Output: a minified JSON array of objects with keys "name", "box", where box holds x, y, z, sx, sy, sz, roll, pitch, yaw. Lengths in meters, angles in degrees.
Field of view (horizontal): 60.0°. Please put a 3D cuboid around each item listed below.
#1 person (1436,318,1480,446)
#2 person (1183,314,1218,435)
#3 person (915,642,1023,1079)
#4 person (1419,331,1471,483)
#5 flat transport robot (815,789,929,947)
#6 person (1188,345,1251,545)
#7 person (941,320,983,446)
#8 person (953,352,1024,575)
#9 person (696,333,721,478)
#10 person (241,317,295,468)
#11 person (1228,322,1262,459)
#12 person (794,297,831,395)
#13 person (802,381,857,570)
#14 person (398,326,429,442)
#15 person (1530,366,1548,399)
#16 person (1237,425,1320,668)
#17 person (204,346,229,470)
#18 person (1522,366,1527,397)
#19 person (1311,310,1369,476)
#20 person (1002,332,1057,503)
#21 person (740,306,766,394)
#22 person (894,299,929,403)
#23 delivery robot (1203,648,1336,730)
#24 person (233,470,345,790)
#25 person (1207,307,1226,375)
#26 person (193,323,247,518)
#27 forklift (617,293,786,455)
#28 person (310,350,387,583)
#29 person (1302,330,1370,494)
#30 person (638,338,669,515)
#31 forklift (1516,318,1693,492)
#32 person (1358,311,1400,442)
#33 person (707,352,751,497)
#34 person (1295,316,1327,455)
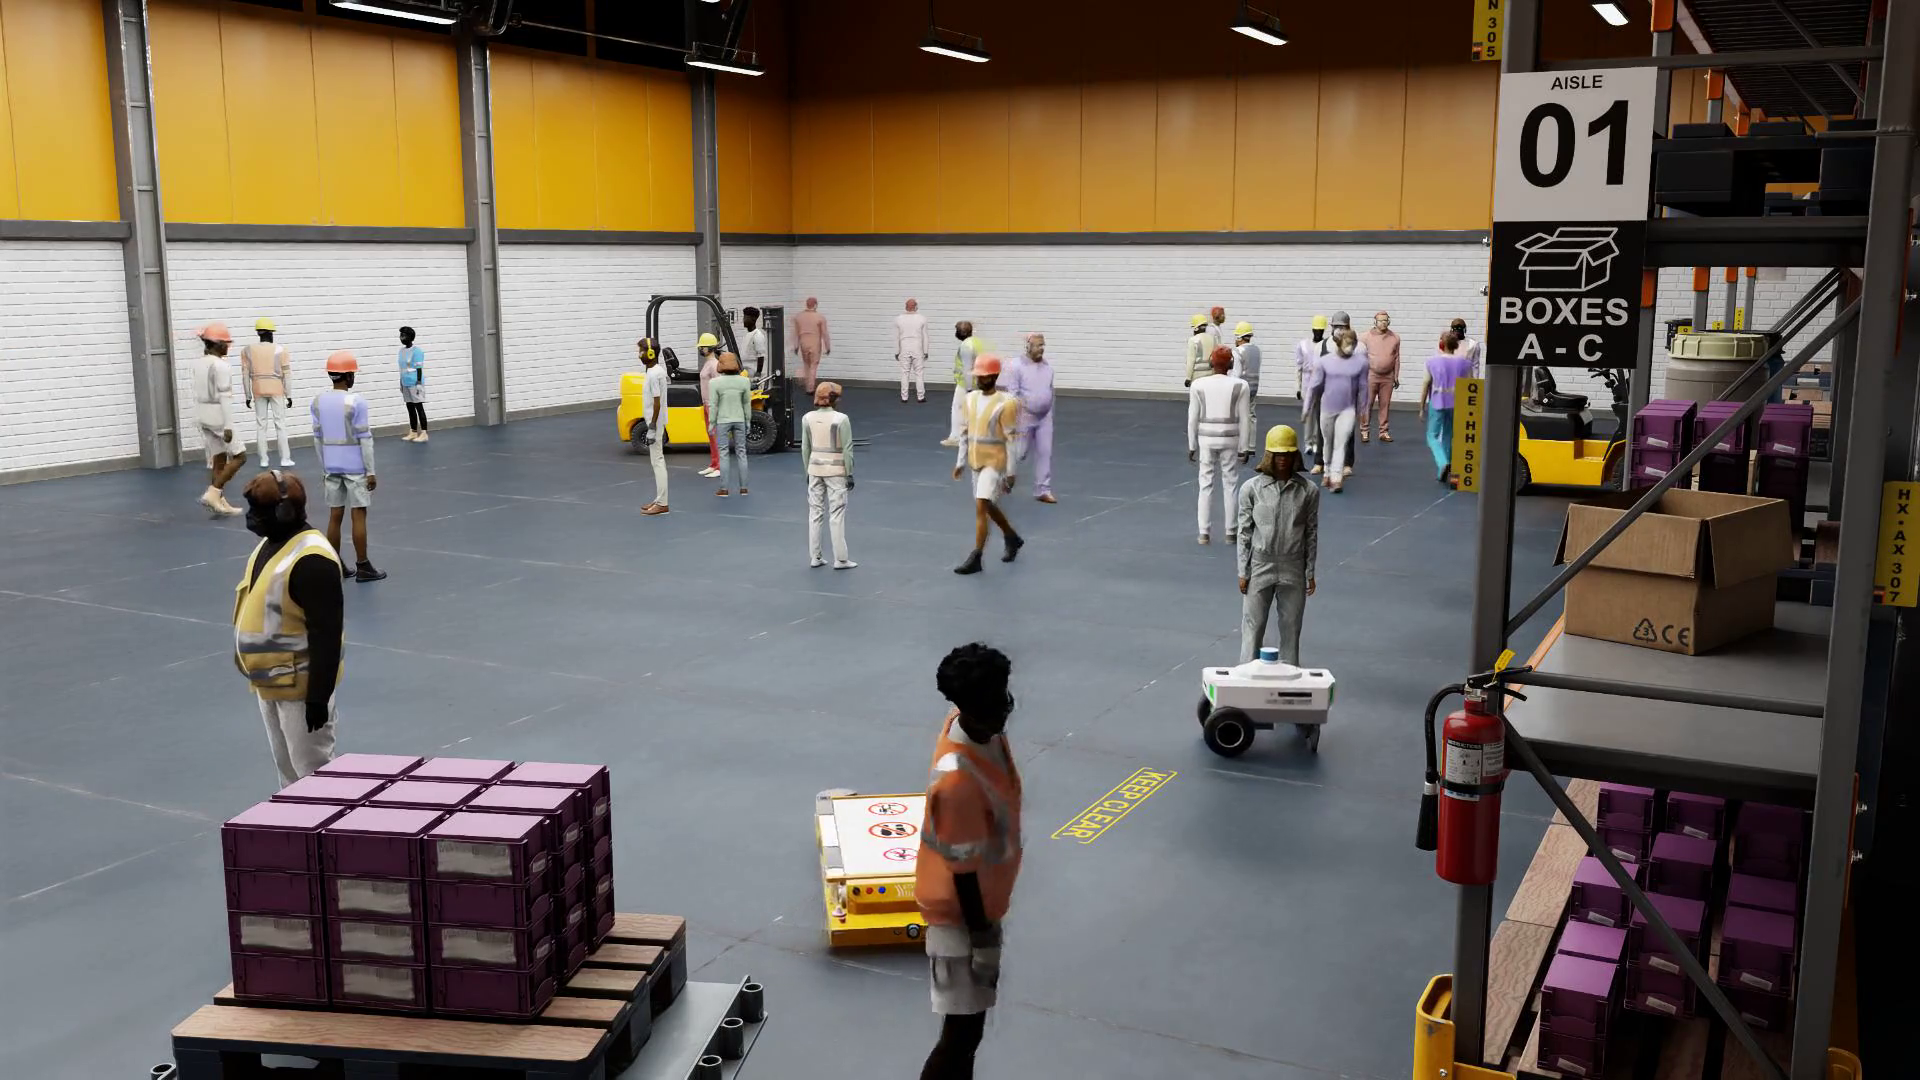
[{"name":"person","box":[6.895,-2.161,23.159,0.619,1.845,0.430,4,10,20]},{"name":"person","box":[3.618,-2.498,25.160,0.586,1.827,0.404,-8,13,-40]},{"name":"person","box":[0.015,1.087,4.897,0.340,1.662,0.614,1,10,4]},{"name":"person","box":[5.762,-1.563,19.735,0.583,1.825,0.657,-1,10,-3]},{"name":"flat transport robot","box":[-0.275,1.377,7.220,0.652,0.197,1.431,-1,10,-7]},{"name":"person","box":[2.447,-0.894,15.701,0.584,1.882,0.337,3,10,15]},{"name":"person","box":[0.196,-2.219,23.613,0.888,1.808,0.616,4,11,22]},{"name":"person","box":[0.281,-0.688,14.465,0.932,1.909,0.543,-9,13,-43]},{"name":"person","box":[-3.069,-1.650,20.423,0.313,1.767,0.534,-4,11,-21]},{"name":"person","box":[-8.860,-1.881,21.302,0.589,1.923,0.383,-2,10,-10]},{"name":"person","box":[3.774,-1.992,22.209,0.404,1.833,0.592,10,14,44]},{"name":"person","box":[-2.829,-3.772,32.384,0.683,1.872,0.873,3,10,19]},{"name":"person","box":[-1.144,-0.557,14.461,0.513,1.639,0.311,6,11,29]},{"name":"person","box":[-7.980,-2.265,24.209,0.535,1.690,0.320,8,13,39]},{"name":"person","box":[8.297,-2.329,24.037,1.048,1.880,0.662,-3,10,-16]},{"name":"person","box":[1.880,0.189,9.845,0.487,1.744,0.294,-1,10,-3]},{"name":"person","box":[-9.402,-1.689,21.023,0.517,1.636,0.314,8,13,39]},{"name":"person","box":[7.666,-2.170,22.964,0.374,1.928,0.542,4,10,20]},{"name":"person","box":[4.657,-1.807,20.537,0.682,2.000,0.537,4,11,23]},{"name":"person","box":[0.771,-1.369,18.437,0.647,1.884,0.780,-6,11,-30]},{"name":"person","box":[-3.057,-2.452,24.484,0.362,1.965,0.612,-5,11,-26]},{"name":"person","box":[-0.883,-3.473,30.564,0.638,1.911,0.402,1,10,8]},{"name":"delivery robot","box":[1.715,0.841,9.230,0.707,0.478,0.477,1,10,4]},{"name":"person","box":[-2.852,0.615,7.095,0.429,1.840,0.636,-8,13,-40]},{"name":"person","box":[4.311,-3.008,28.068,0.892,1.848,0.593,3,10,17]},{"name":"person","box":[-7.648,-1.225,17.192,0.623,2.027,0.431,8,13,39]},{"name":"forklift","box":[-3.588,-2.317,23.042,2.313,2.155,1.214,-1,10,-5]},{"name":"person","box":[-5.111,-0.608,13.897,0.549,1.936,0.365,3,10,17]},{"name":"person","box":[4.329,-1.485,19.189,0.748,1.873,1.059,1,10,8]},{"name":"person","box":[-3.235,-1.197,17.514,0.328,1.867,0.509,-1,10,-8]},{"name":"forklift","box":[7.066,-1.601,18.899,2.313,2.155,1.214,5,11,27]},{"name":"person","box":[6.101,-2.374,24.196,0.642,1.913,0.410,-1,10,-8]},{"name":"person","box":[-2.610,-1.303,18.807,0.517,1.629,0.275,-5,11,-27]},{"name":"person","box":[4.868,-2.087,22.623,0.594,1.883,0.927,2,10,9]}]
